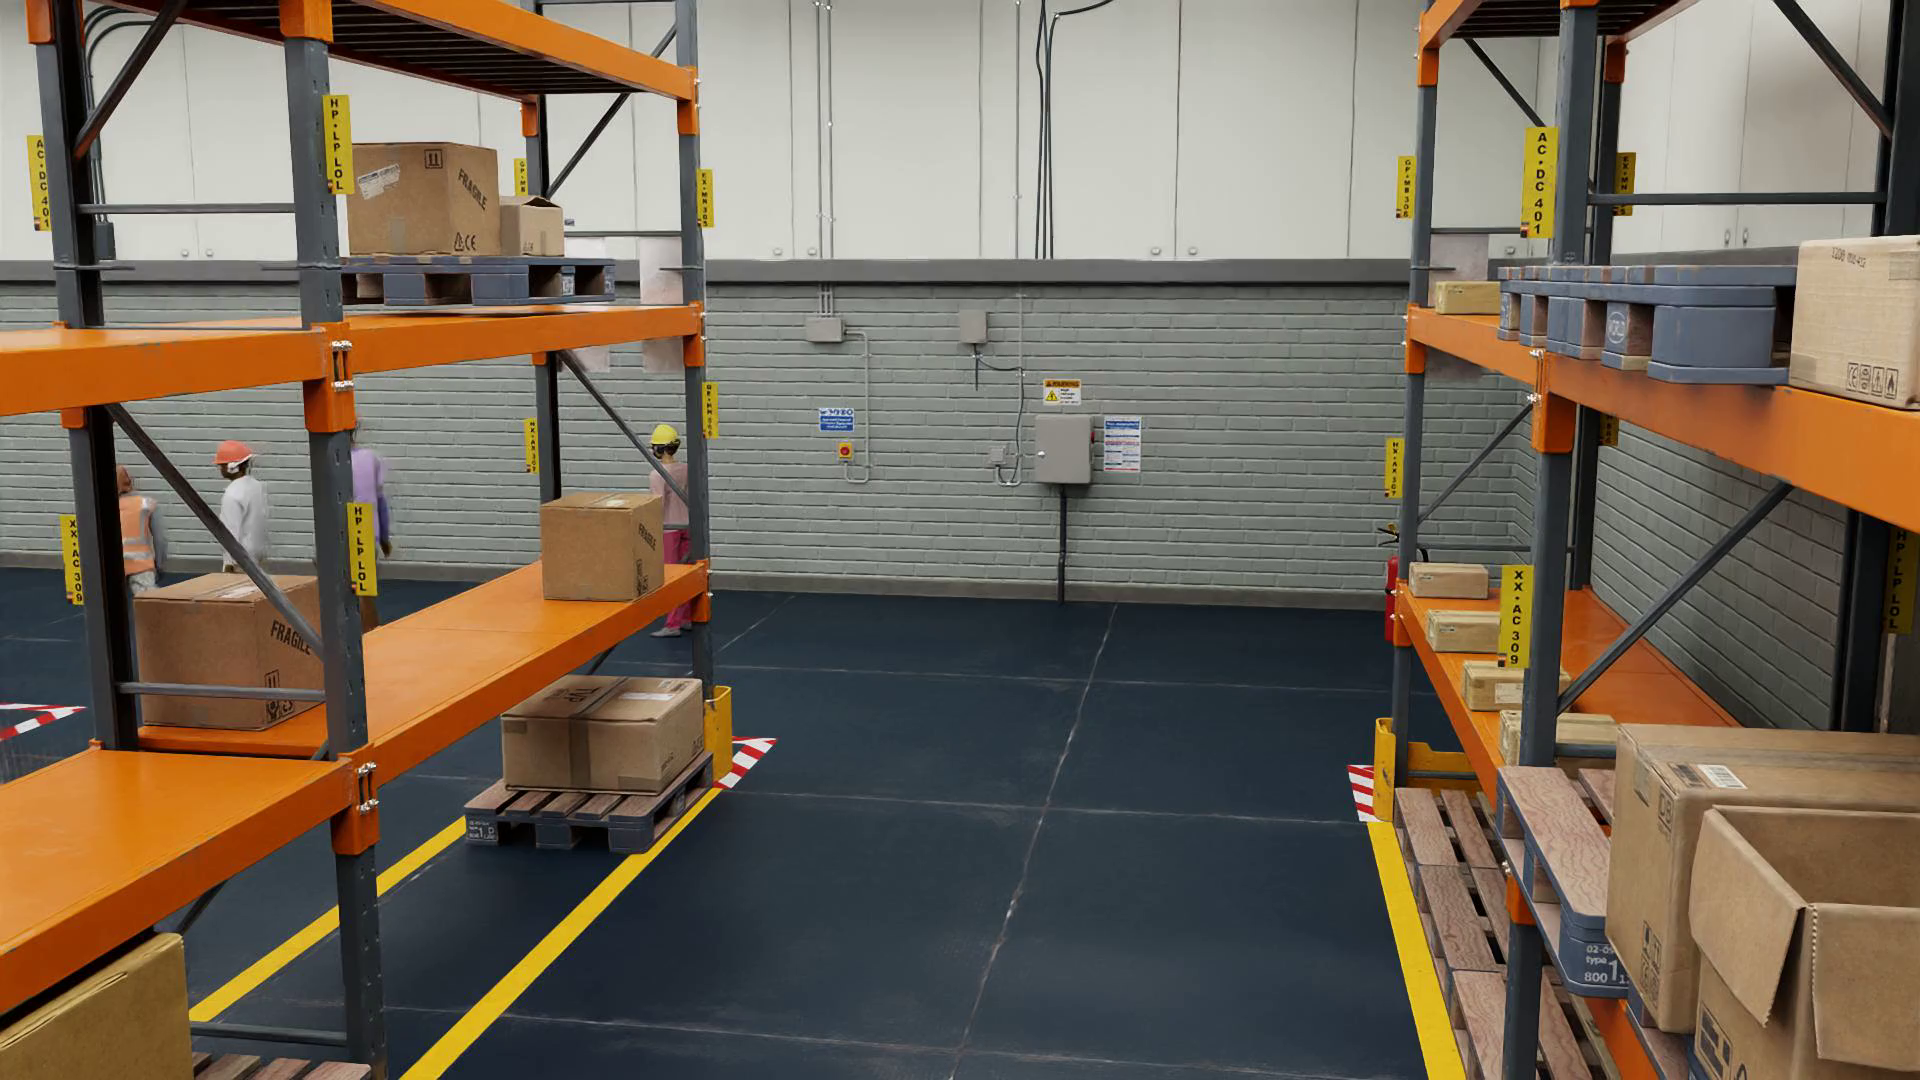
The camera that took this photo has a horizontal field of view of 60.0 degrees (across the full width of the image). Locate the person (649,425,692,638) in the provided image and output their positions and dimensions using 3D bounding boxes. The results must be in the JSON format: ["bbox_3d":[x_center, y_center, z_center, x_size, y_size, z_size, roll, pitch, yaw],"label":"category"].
[{"bbox_3d":[-2.410,-0.071,13.778,0.323,1.769,0.523,4,10,22],"label":"person"}]

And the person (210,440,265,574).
[{"bbox_3d":[-5.542,0.089,12.870,0.553,1.734,0.592,0,9,-3],"label":"person"}]

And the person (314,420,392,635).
[{"bbox_3d":[-4.628,-0.016,12.651,0.491,2.018,0.619,3,10,17],"label":"person"}]
